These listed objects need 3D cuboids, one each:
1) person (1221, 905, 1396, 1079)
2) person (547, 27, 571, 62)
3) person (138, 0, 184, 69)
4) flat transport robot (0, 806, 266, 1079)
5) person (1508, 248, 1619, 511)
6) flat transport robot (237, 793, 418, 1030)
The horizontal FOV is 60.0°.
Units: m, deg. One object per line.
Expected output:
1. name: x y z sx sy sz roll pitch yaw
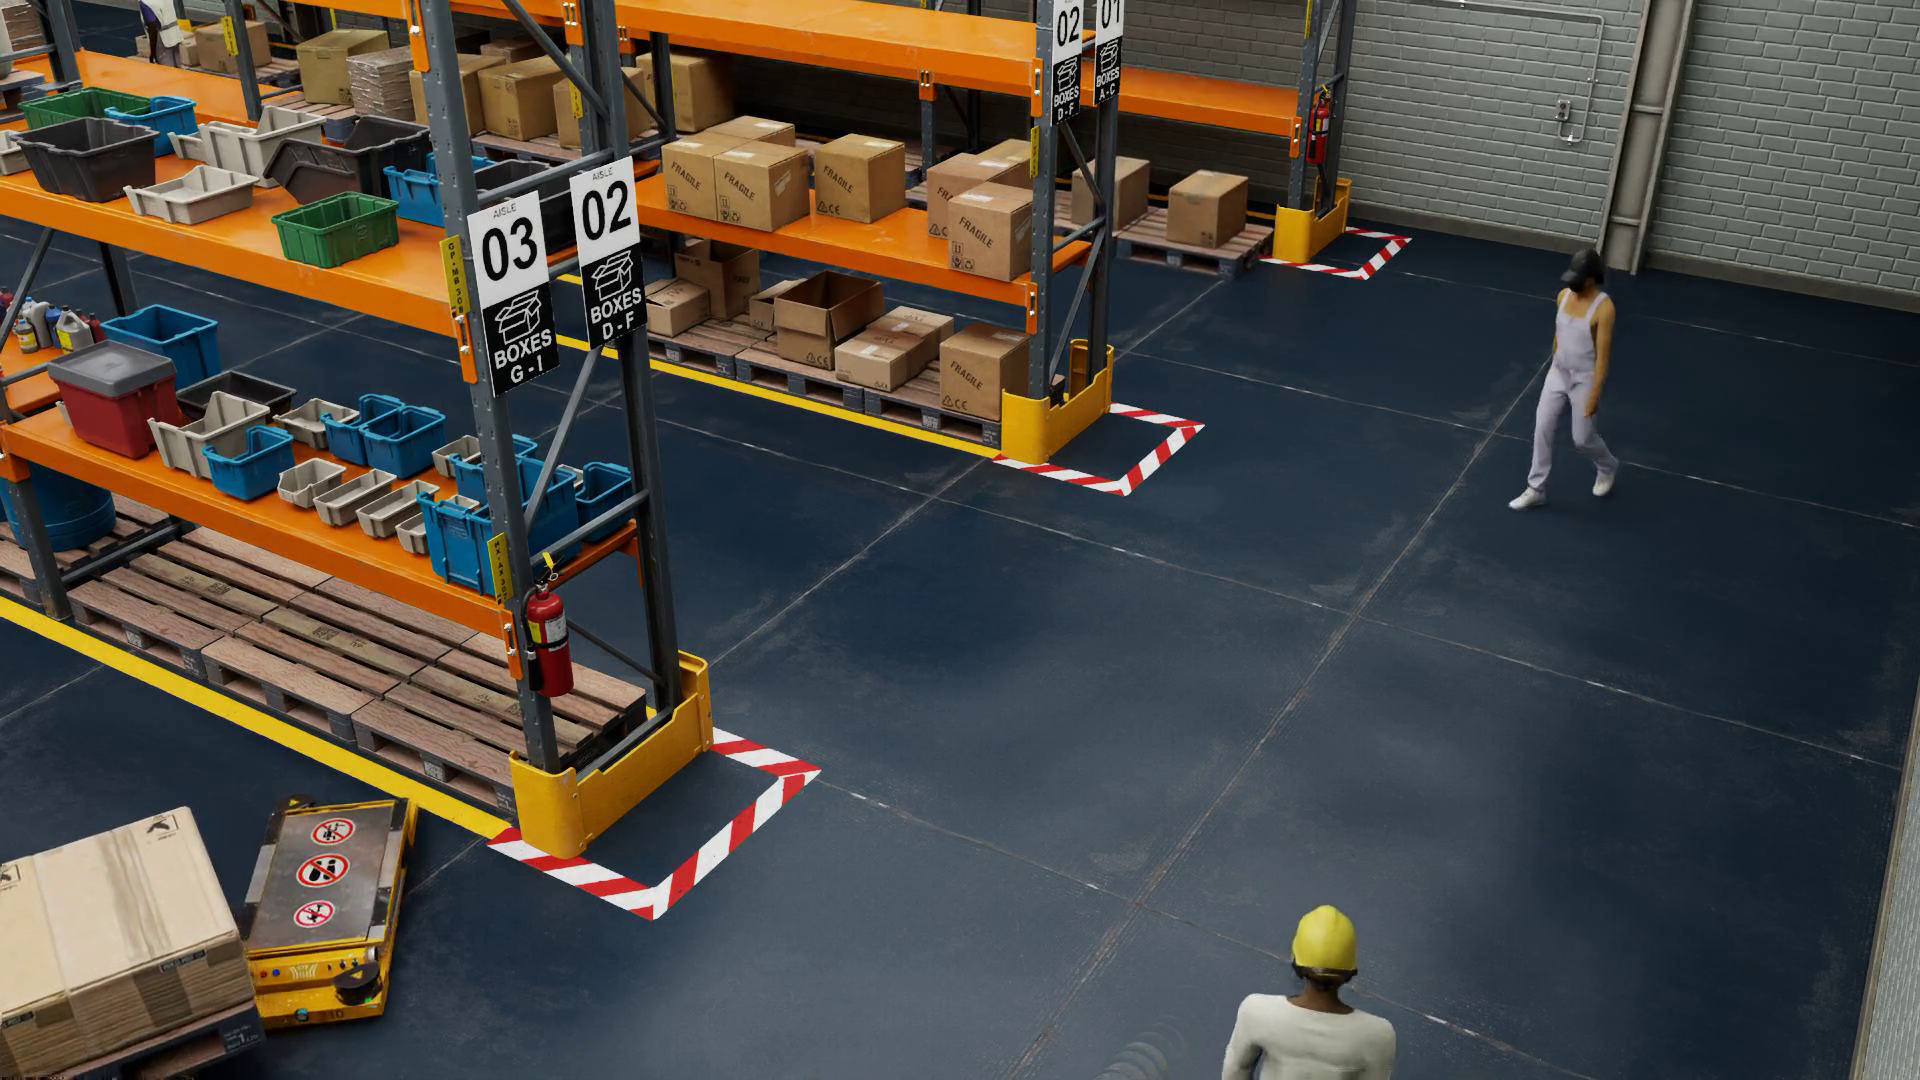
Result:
1. person: 1.149 1.951 5.644 0.538 1.708 0.949 6 30 11
2. person: -4.056 -4.459 17.179 0.507 1.676 0.609 -5 30 -9
3. person: -9.222 -5.728 19.300 0.391 1.838 0.563 2 29 4
4. flat transport robot: -3.579 2.101 6.864 0.659 0.231 1.431 -18 34 -29
5. person: 4.109 -1.065 10.939 0.772 1.828 0.538 -16 33 -27
6. flat transport robot: -2.918 1.658 7.659 0.659 0.231 1.431 -5 30 -9
